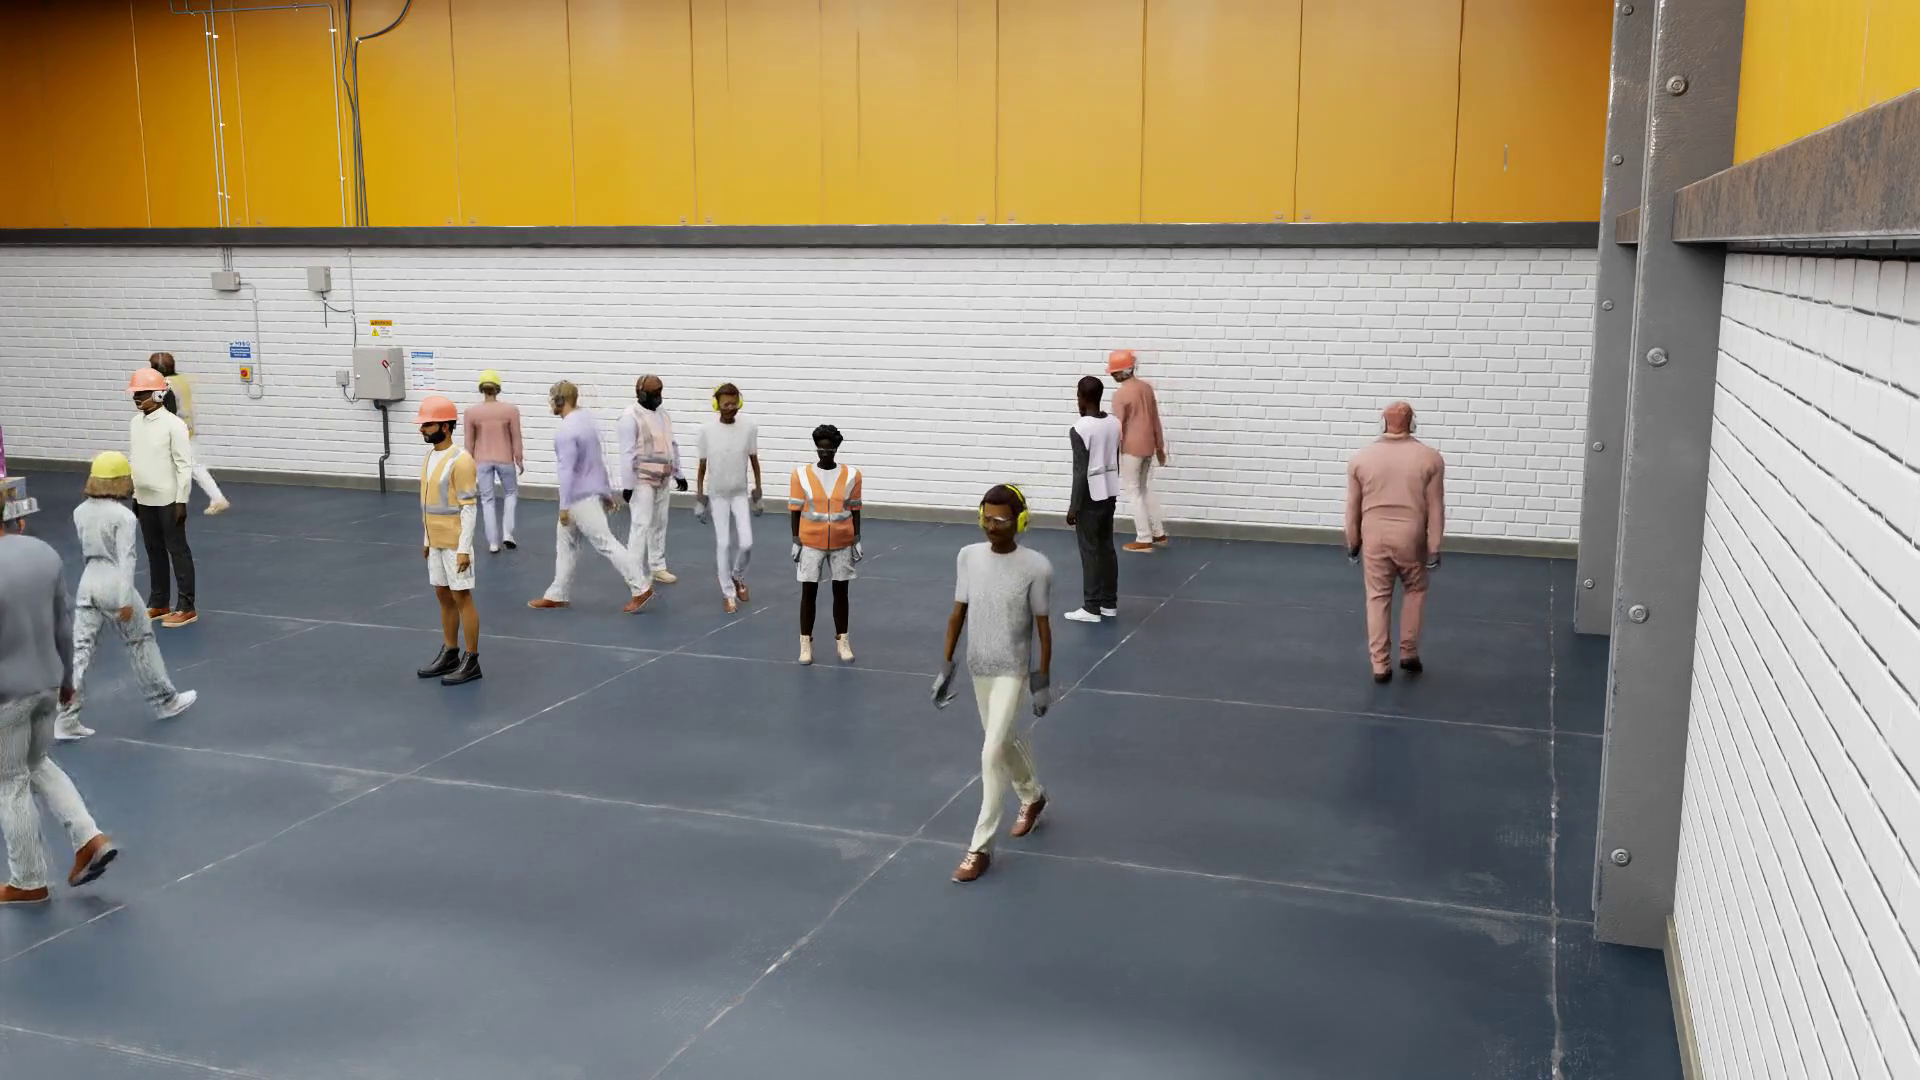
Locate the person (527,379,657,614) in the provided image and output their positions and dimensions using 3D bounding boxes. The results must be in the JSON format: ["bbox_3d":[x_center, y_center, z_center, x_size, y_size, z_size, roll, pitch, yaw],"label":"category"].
[{"bbox_3d":[-2.928,-0.336,13.205,1.052,1.883,0.673,0,10,2],"label":"person"}]

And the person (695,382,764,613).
[{"bbox_3d":[-1.836,-0.339,13.273,0.560,1.848,0.413,-3,11,-17],"label":"person"}]

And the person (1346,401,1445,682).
[{"bbox_3d":[2.949,0.001,11.259,0.665,1.875,0.687,4,11,23],"label":"person"}]

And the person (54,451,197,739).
[{"bbox_3d":[-5.103,0.318,10.003,0.495,1.694,0.916,3,11,18],"label":"person"}]

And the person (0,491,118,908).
[{"bbox_3d":[-4.106,0.682,7.286,0.497,1.928,0.665,2,10,11],"label":"person"}]

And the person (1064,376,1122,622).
[{"bbox_3d":[1.055,-0.318,12.963,0.370,1.915,0.597,8,13,38],"label":"person"}]

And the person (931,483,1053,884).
[{"bbox_3d":[0.197,0.619,7.935,0.529,1.832,0.949,7,12,34],"label":"person"}]

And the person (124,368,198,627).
[{"bbox_3d":[-6.162,-0.327,12.793,0.608,1.995,0.377,5,11,26],"label":"person"}]

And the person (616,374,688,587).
[{"bbox_3d":[-2.647,-0.513,14.301,0.430,1.831,0.729,5,11,26],"label":"person"}]

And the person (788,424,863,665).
[{"bbox_3d":[-0.934,0.028,11.642,0.531,1.692,0.320,-2,10,-13],"label":"person"}]

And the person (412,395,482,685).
[{"bbox_3d":[-3.436,-0.001,11.112,0.543,1.939,0.361,10,14,43],"label":"person"}]

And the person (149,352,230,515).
[{"bbox_3d":[-8.407,-1.126,17.866,0.957,1.801,0.634,-1,10,-4],"label":"person"}]

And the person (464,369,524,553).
[{"bbox_3d":[-4.437,-0.755,15.857,0.545,1.751,0.451,-2,10,-10],"label":"person"}]

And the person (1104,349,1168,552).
[{"bbox_3d":[1.646,-0.849,15.856,0.537,1.946,0.644,8,13,36],"label":"person"}]
